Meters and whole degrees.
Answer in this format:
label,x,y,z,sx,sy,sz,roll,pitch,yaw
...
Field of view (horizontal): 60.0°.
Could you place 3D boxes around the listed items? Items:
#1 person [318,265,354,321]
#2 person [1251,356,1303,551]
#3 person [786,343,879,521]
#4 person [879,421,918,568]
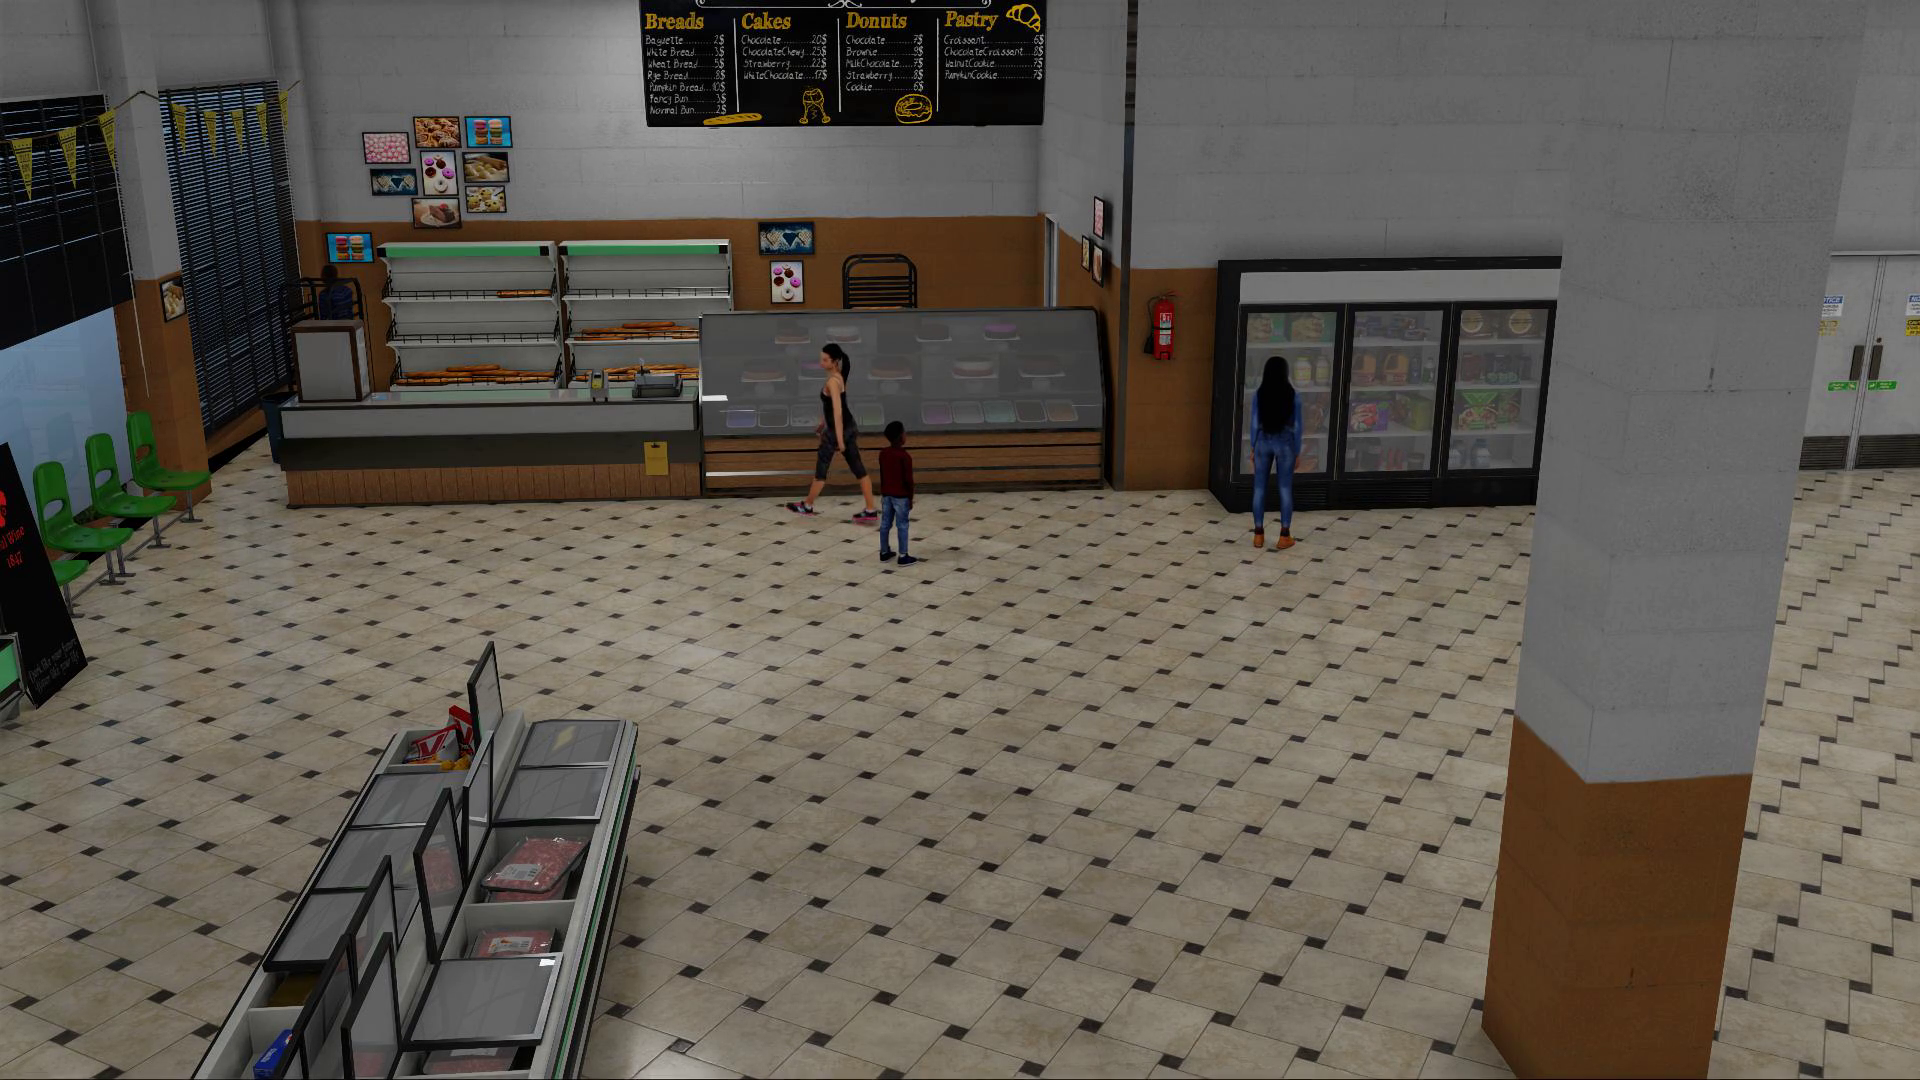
label,x,y,z,sx,sy,sz,roll,pitch,yaw
person,-7.383,-2.363,19.743,0.821,1.824,0.701,7,18,22
person,2.784,-0.774,14.705,0.673,1.711,0.668,7,18,22
person,-1.015,-0.958,15.357,0.914,1.684,1.120,5,18,15
person,-0.554,-0.401,14.265,0.577,1.253,0.628,12,20,33
